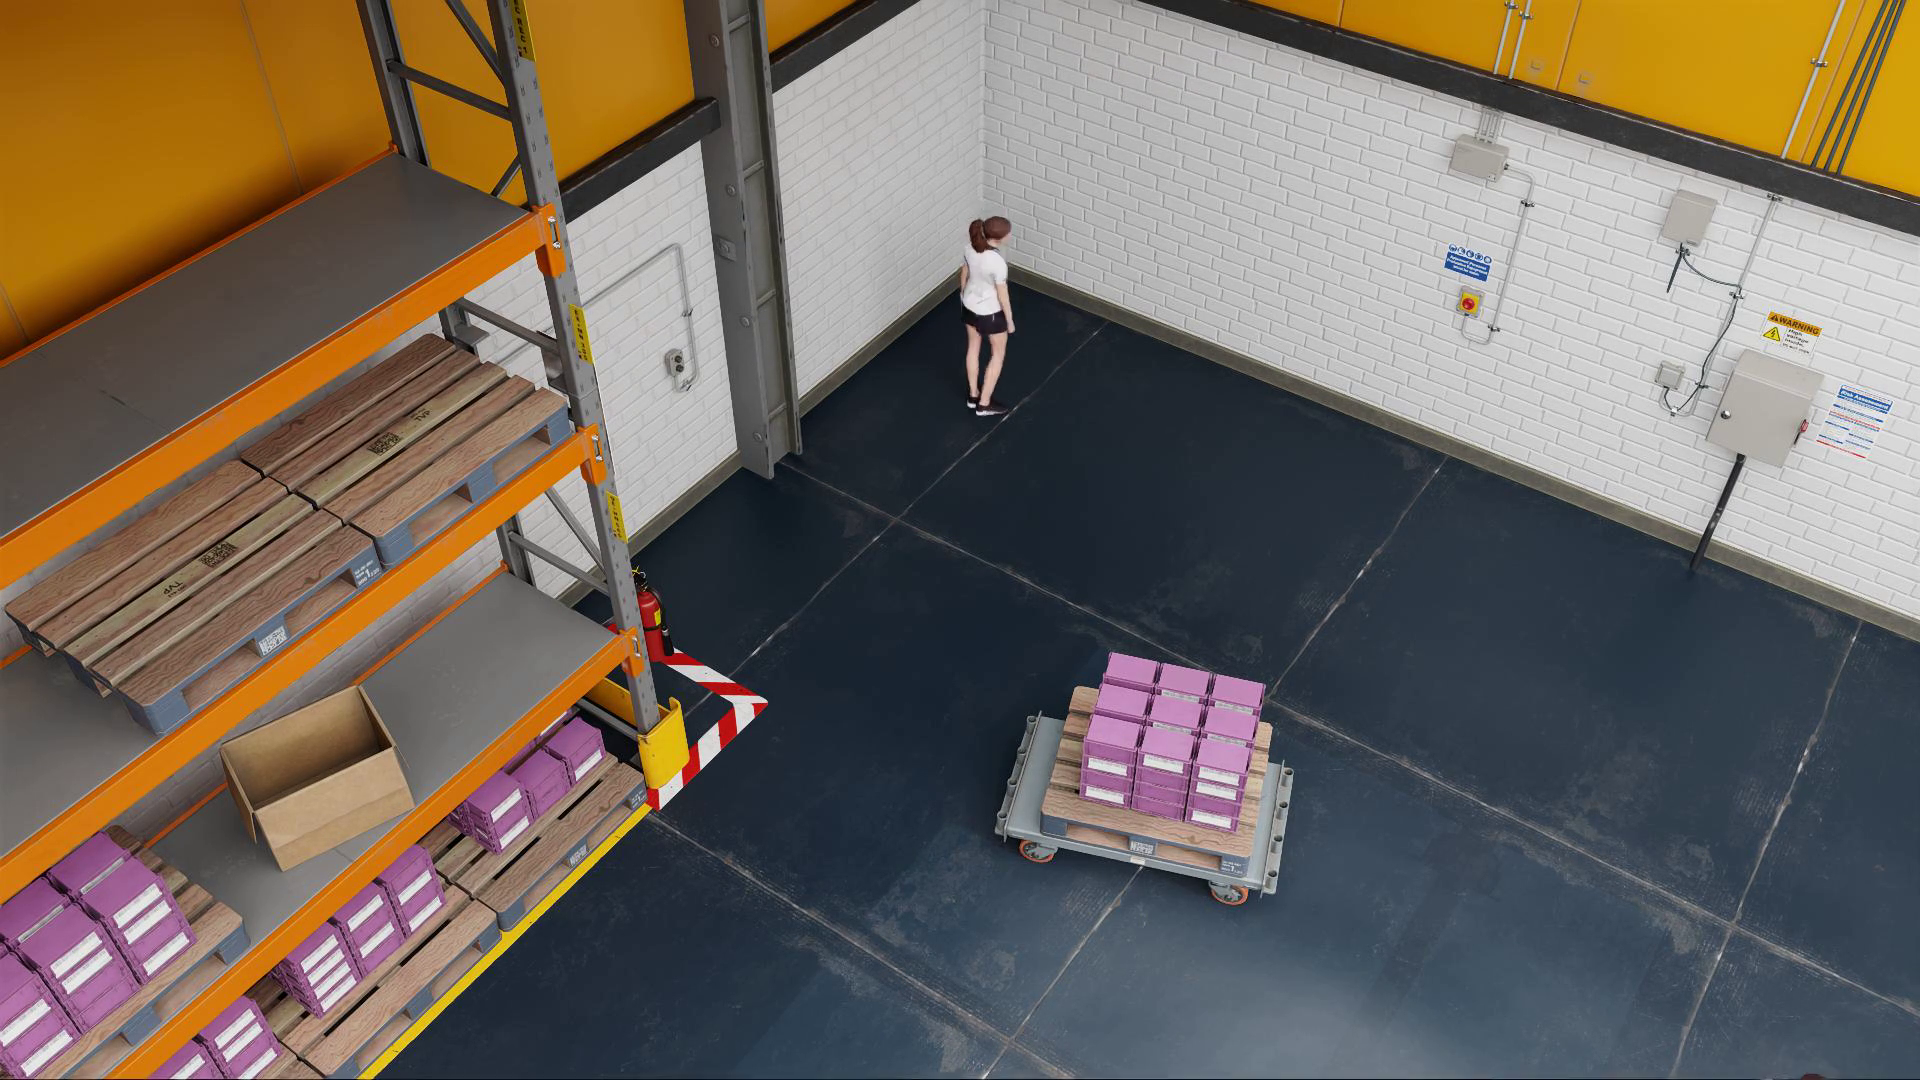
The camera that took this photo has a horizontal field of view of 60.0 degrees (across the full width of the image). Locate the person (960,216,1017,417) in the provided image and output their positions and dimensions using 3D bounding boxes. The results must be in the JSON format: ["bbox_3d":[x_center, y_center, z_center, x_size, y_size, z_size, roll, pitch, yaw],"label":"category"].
[{"bbox_3d":[0.163,-1.719,12.462,0.616,1.733,0.567,17,46,17],"label":"person"}]
